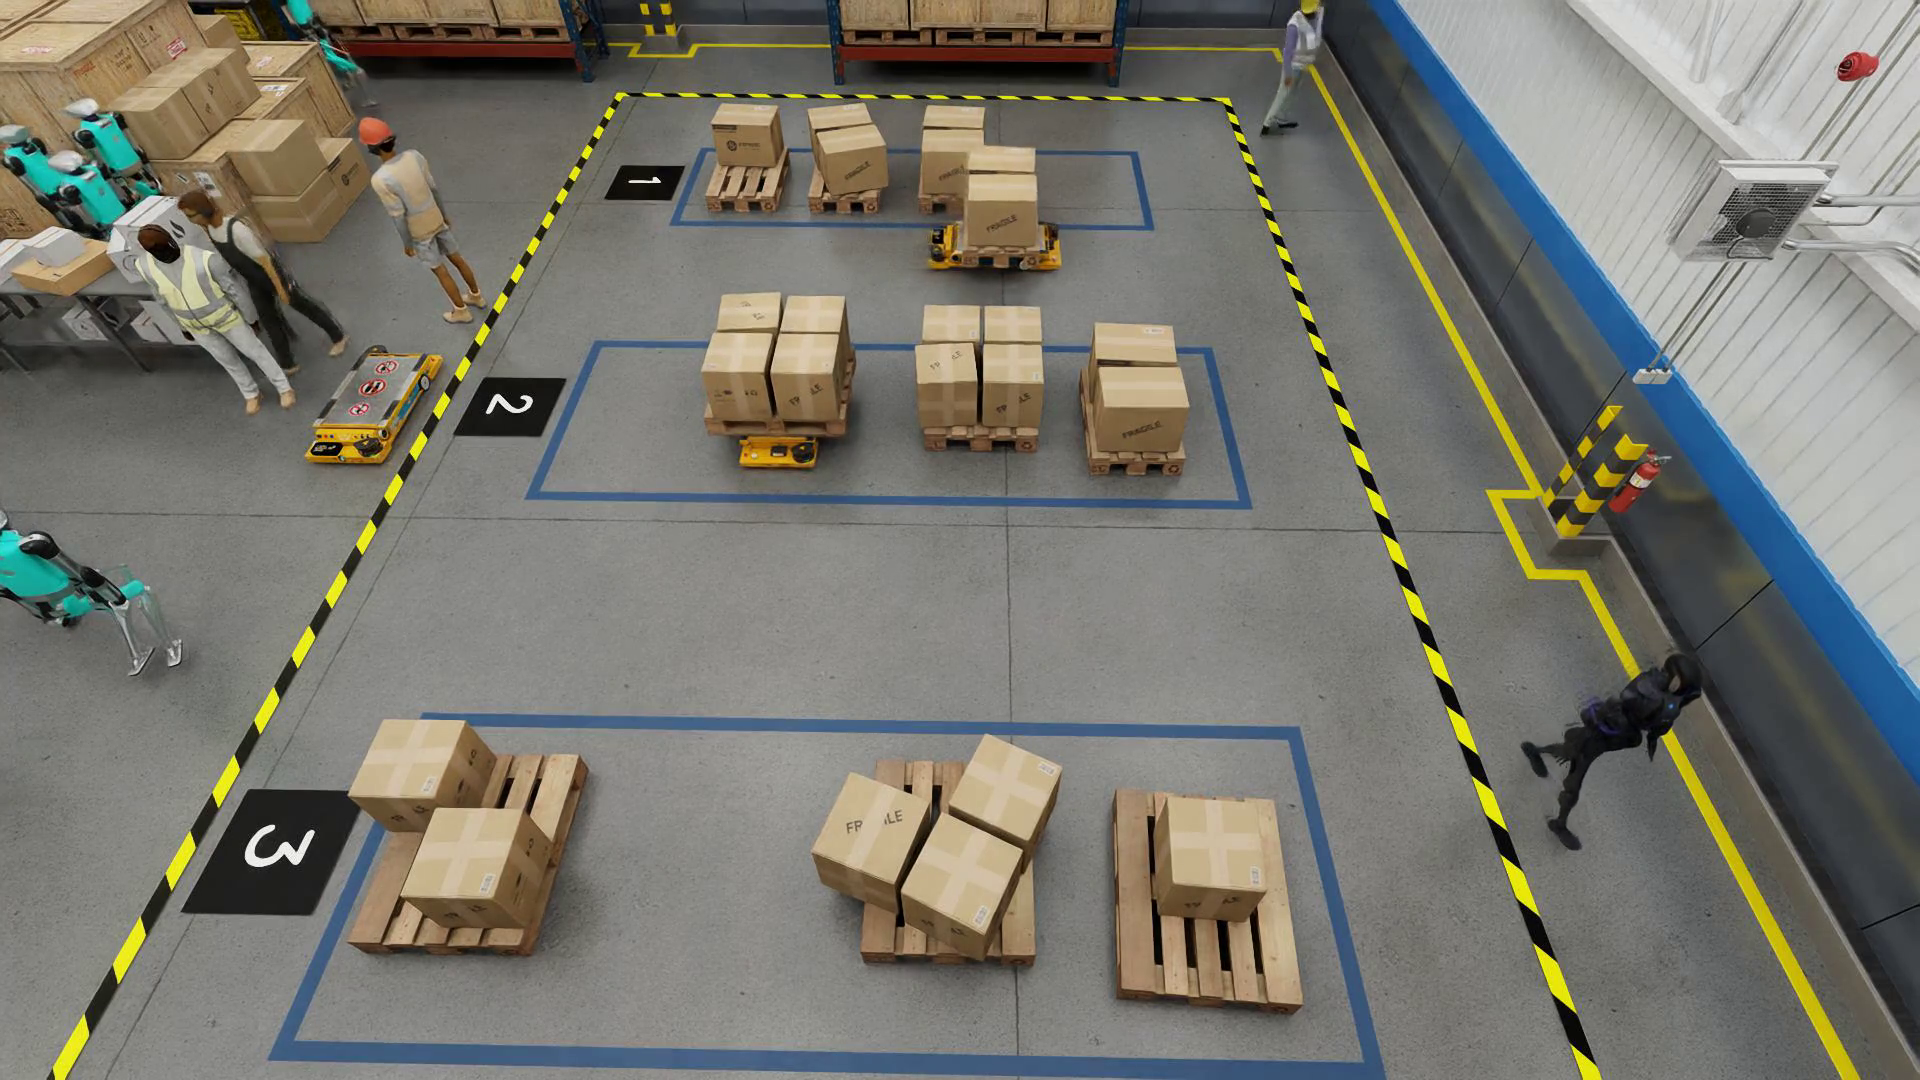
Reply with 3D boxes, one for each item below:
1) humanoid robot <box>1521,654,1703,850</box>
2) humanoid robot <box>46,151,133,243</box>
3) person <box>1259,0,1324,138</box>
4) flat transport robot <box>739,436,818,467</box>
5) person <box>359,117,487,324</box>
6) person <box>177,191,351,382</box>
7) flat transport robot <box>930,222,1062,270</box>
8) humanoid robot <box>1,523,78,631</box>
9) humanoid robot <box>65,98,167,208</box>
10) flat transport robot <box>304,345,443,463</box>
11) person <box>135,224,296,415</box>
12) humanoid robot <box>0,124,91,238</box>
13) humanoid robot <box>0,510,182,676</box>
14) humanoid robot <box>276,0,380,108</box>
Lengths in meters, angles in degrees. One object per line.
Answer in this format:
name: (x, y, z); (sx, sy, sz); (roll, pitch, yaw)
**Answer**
humanoid robot: (3.922, 1.186, 5.467); (0.592, 1.628, 0.775); (-6, 50, -5)
humanoid robot: (-8.178, -2.897, 8.847); (0.964, 1.740, 0.558); (3, 50, 3)
person: (4.218, -5.947, 11.415); (0.665, 1.778, 0.407); (-36, 58, -26)
flat transport robot: (-1.582, -1.235, 8.394); (0.652, 0.197, 1.431); (1, 50, 1)
person: (-5.133, -2.995, 8.740); (0.393, 2.043, 0.607); (14, 51, 11)
person: (-6.320, -2.291, 8.309); (0.644, 1.790, 0.902); (13, 51, 10)
flat transport robot: (0.391, -3.256, 10.104); (1.431, 0.197, 0.652); (1, 50, 1)
humanoid robot: (-6.925, 0.050, 6.399); (0.594, 1.642, 0.380); (-19, 52, -15)
humanoid robot: (-8.633, -3.630, 9.479); (0.666, 1.806, 0.547); (6, 50, 5)
flat transport robot: (-5.383, -1.269, 8.441); (0.659, 0.231, 1.431); (1, 50, 1)
person: (-6.448, -1.896, 7.951); (0.631, 1.834, 0.429); (-11, 51, -9)
humanoid robot: (-8.591, -3.226, 9.162); (0.685, 1.843, 0.542); (-9, 50, -8)
humanoid robot: (-5.834, 0.258, 6.098); (0.533, 1.677, 0.735); (-11, 51, -9)
humanoid robot: (-8.112, -6.386, 11.811); (1.036, 1.734, 0.557); (1, 50, 1)
